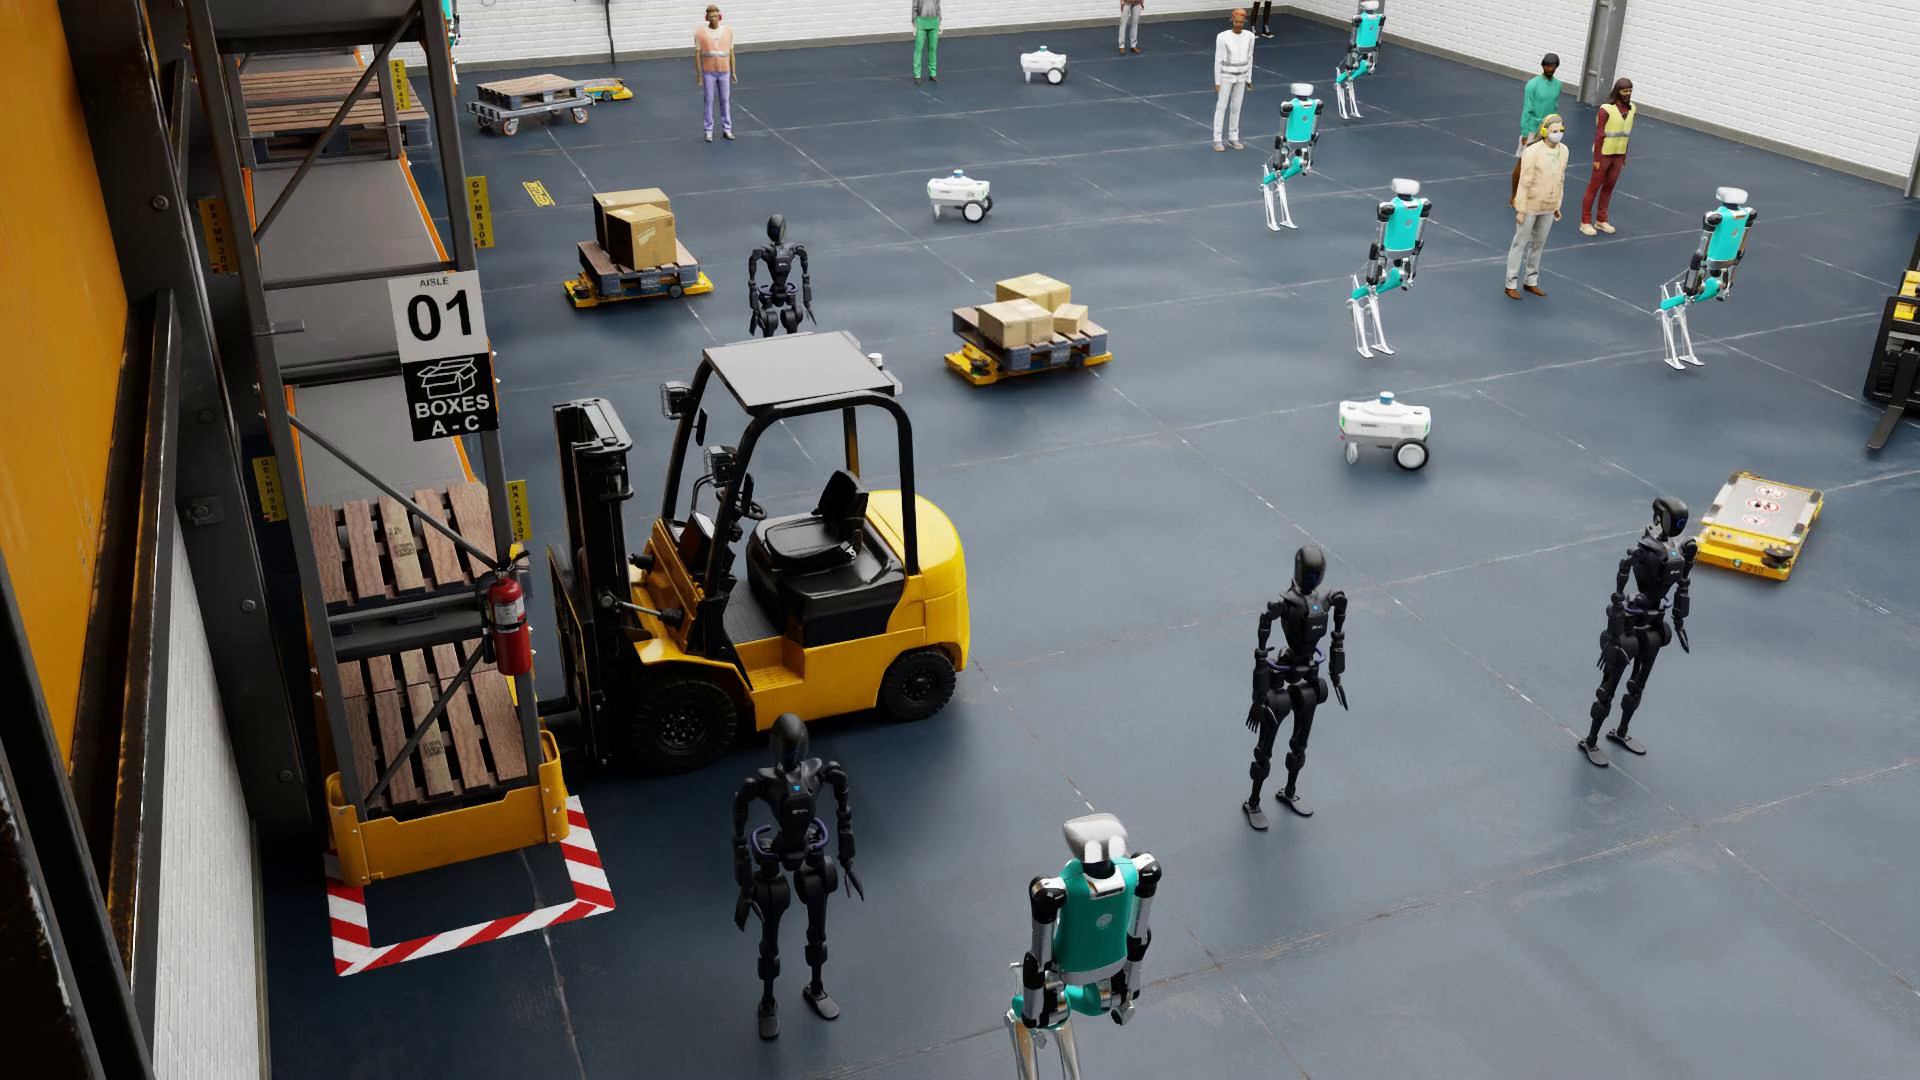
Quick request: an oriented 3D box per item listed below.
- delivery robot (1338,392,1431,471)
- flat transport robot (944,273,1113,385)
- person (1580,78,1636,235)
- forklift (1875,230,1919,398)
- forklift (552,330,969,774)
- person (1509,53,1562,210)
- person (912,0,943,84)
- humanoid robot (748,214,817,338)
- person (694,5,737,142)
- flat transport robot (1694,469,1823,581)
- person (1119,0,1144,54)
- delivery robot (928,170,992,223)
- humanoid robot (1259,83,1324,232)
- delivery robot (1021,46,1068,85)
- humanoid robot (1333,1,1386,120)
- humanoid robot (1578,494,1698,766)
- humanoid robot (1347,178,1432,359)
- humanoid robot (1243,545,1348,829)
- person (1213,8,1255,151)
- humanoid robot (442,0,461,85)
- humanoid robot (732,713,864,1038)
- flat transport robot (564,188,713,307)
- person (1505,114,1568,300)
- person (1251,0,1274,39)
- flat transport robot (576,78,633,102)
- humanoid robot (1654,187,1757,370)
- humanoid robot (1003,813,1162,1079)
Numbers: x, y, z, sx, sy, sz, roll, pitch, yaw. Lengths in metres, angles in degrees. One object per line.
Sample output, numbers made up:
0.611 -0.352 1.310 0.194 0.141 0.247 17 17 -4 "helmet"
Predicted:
3.456 -0.888 13.450 0.779 0.608 0.525 5 27 11 "delivery robot"
0.634 -1.734 15.436 1.431 0.231 0.659 -13 29 -23 "flat transport robot"
7.444 -4.401 19.074 0.466 1.768 0.382 -9 28 -18 "person"
9.029 -2.397 14.618 1.214 2.155 2.313 18 32 32 "forklift"
-1.094 0.010 9.831 2.313 2.155 1.214 -10 28 -20 "forklift"
6.945 -4.925 20.028 0.494 1.847 0.402 -9 28 -18 "person"
-0.528 -8.297 26.748 0.513 1.836 0.347 -9 28 -18 "person"
-1.548 -2.010 14.406 0.599 1.654 0.315 -10 28 -20 "humanoid robot"
-3.395 -6.512 23.185 0.563 1.847 0.395 -9 28 -18 "person"
5.877 -0.126 12.238 0.659 0.231 1.431 17 31 30 "flat transport robot"
3.000 -9.358 29.061 0.461 1.649 0.328 -9 28 -18 "person"
0.012 -4.089 19.816 0.779 0.608 0.525 5 27 11 "delivery robot"
3.701 -4.388 18.936 0.533 1.674 0.735 -10 28 -20 "humanoid robot"
1.382 -7.681 26.962 0.779 0.608 0.525 5 27 11 "delivery robot"
5.707 -6.968 24.064 0.533 1.677 0.735 -10 28 -20 "humanoid robot"
3.868 0.498 9.413 0.599 1.657 0.315 -10 28 -20 "humanoid robot"
3.850 -2.525 15.231 0.533 1.674 0.735 -10 28 -20 "humanoid robot"
1.793 0.772 8.872 0.599 1.654 0.315 -10 28 -20 "humanoid robot"
3.726 -6.270 22.662 0.573 1.884 0.361 -9 28 -18 "person"
-8.148 -8.025 26.166 0.533 1.677 0.735 -10 28 -20 "humanoid robot"
-0.733 1.488 7.449 0.599 1.654 0.315 -10 28 -20 "humanoid robot"
-3.354 -2.684 17.326 1.431 0.231 0.659 -10 28 -20 "flat transport robot"
5.897 -3.410 16.984 0.555 1.877 0.403 -9 28 -18 "person"
5.582 -10.178 30.344 0.603 1.966 0.373 -9 28 -18 "person"
-5.871 -6.965 25.841 1.431 0.231 0.659 -10 28 -20 "flat transport robot"
6.616 -2.390 14.962 0.533 1.674 0.735 -10 28 -20 "humanoid robot"
0.419 1.723 6.777 0.533 1.677 0.735 -10 28 -20 "humanoid robot"
